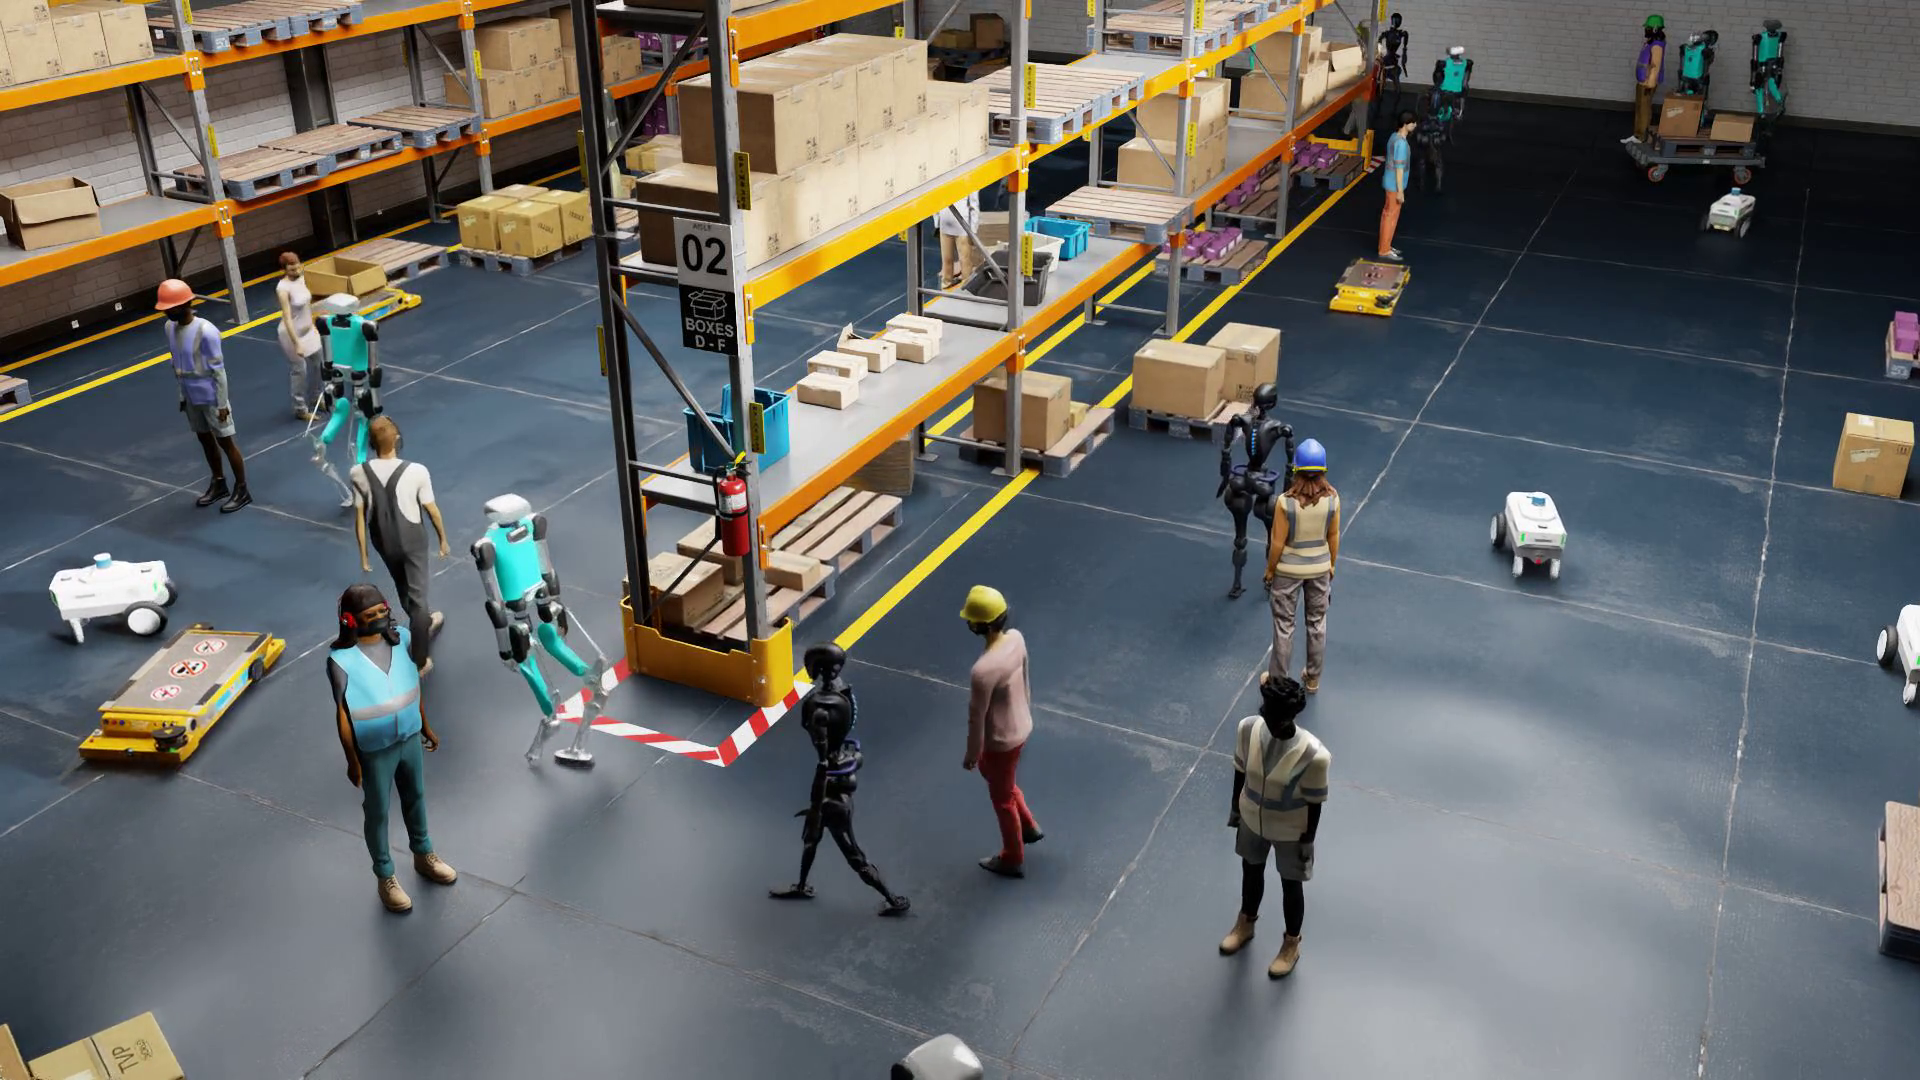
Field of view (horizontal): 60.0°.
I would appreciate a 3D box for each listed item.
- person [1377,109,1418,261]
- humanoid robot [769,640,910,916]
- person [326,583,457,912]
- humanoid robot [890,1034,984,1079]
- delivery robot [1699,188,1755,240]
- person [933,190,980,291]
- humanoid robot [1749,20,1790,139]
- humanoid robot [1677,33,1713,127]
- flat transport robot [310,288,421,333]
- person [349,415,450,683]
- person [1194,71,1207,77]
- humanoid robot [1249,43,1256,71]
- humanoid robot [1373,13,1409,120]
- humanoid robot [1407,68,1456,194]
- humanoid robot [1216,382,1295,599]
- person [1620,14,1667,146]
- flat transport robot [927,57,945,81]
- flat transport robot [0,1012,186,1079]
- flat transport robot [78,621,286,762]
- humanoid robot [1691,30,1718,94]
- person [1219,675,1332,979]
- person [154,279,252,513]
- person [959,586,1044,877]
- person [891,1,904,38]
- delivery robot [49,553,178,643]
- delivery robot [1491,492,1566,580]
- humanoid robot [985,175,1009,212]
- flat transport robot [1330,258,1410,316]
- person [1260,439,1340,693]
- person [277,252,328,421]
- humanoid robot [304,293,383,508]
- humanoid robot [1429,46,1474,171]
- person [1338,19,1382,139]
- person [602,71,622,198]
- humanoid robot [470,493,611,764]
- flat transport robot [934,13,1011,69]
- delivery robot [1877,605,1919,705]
[{"bbox_3d":[5.129,-4.161,19.507,0.339,1.759,0.499,3,26,5],"label":"person"},{"bbox_3d":[-0.654,1.270,8.697,0.790,1.639,0.591,1,26,3],"label":"humanoid robot"},{"bbox_3d":[-3.037,1.074,8.810,0.391,1.866,0.519,19,32,33],"label":"person"},{"bbox_3d":[-0.262,2.657,5.868,0.853,1.848,0.531,-22,34,-38],"label":"humanoid robot"},{"bbox_3d":[9.582,-4.066,20.670,0.499,0.595,0.781,21,33,36],"label":"delivery robot"},{"bbox_3d":[-0.055,-3.377,17.925,0.560,1.752,0.325,15,30,28],"label":"person"},{"bbox_3d":[12.172,-6.799,24.923,0.553,1.850,0.763,-5,27,-11],"label":"humanoid robot"},{"bbox_3d":[10.836,-6.514,24.310,0.806,1.778,0.531,-13,29,-24],"label":"humanoid robot"},{"bbox_3d":[-6.467,-2.435,17.697,0.659,0.231,1.431,10,28,20],"label":"flat transport robot"},{"bbox_3d":[-3.683,-0.001,11.058,0.527,1.794,0.856,0,26,0],"label":"person"},{"bbox_3d":[2.977,-5.683,22.427,0.653,1.890,0.454,9,28,17],"label":"person"},{"bbox_3d":[4.570,-6.629,24.627,0.741,1.890,0.552,0,26,-1],"label":"humanoid robot"},{"bbox_3d":[6.821,-7.490,26.329,0.612,1.639,0.556,-8,27,-16],"label":"humanoid robot"},{"bbox_3d":[6.310,-5.465,22.266,0.616,1.643,0.415,5,27,9],"label":"humanoid robot"},{"bbox_3d":[2.120,-0.372,11.948,0.601,1.654,0.426,15,30,27],"label":"humanoid robot"},{"bbox_3d":[10.163,-6.781,24.605,0.423,1.928,0.544,4,27,7],"label":"person"},{"bbox_3d":[-0.734,-6.718,26.349,1.431,0.231,0.659,5,27,9],"label":"flat transport robot"},{"bbox_3d":[-3.568,2.896,6.927,1.431,0.231,0.659,-20,32,-34],"label":"flat transport robot"},{"bbox_3d":[-5.030,0.970,10.819,0.659,0.231,1.431,2,26,5],"label":"flat transport robot"},{"bbox_3d":[11.104,-6.881,25.168,0.772,1.647,0.609,10,28,20],"label":"humanoid robot"},{"bbox_3d":[1.573,1.413,8.322,0.534,1.692,0.320,21,33,36],"label":"person"},{"bbox_3d":[-6.045,-1.146,13.228,0.543,1.929,0.387,12,29,24],"label":"person"},{"bbox_3d":[0.199,1.046,9.004,0.437,1.745,0.532,10,28,20],"label":"person"},{"bbox_3d":[-1.063,-9.532,30.300,0.378,1.818,0.519,16,31,30],"label":"person"},{"bbox_3d":[-5.923,0.390,11.684,0.780,0.609,0.525,-6,27,-12],"label":"delivery robot"},{"bbox_3d":[4.349,-0.077,12.618,0.499,0.602,0.795,4,27,7],"label":"delivery robot"},{"bbox_3d":[0.558,-5.026,21.392,0.778,1.619,0.601,-23,34,-38],"label":"humanoid robot"},{"bbox_3d":[4.566,-2.810,18.454,0.659,0.231,1.431,10,28,19],"label":"flat transport robot"},{"bbox_3d":[2.190,0.188,10.697,0.470,1.778,0.311,-4,27,-7],"label":"person"},{"bbox_3d":[-5.936,-1.817,14.908,0.445,1.618,0.482,5,27,11],"label":"person"},{"bbox_3d":[-4.899,-1.003,13.183,0.541,1.801,0.806,7,27,14],"label":"humanoid robot"},{"bbox_3d":[6.795,-6.103,23.469,0.530,1.767,0.985,-4,27,-9],"label":"humanoid robot"},{"bbox_3d":[5.906,-6.810,24.770,0.588,1.823,0.980,-9,28,-18],"label":"person"},{"bbox_3d":[-4.542,-5.116,21.335,0.397,1.847,0.563,1,26,1],"label":"person"},{"bbox_3d":[-2.414,0.624,9.888,0.766,1.792,0.530,15,30,28],"label":"humanoid robot"},{"bbox_3d":[0.244,-8.757,30.467,1.431,0.231,0.659,21,33,36],"label":"flat transport robot"},{"bbox_3d":[6.417,0.728,10.983,0.499,0.592,0.774,9,28,17],"label":"delivery robot"}]
